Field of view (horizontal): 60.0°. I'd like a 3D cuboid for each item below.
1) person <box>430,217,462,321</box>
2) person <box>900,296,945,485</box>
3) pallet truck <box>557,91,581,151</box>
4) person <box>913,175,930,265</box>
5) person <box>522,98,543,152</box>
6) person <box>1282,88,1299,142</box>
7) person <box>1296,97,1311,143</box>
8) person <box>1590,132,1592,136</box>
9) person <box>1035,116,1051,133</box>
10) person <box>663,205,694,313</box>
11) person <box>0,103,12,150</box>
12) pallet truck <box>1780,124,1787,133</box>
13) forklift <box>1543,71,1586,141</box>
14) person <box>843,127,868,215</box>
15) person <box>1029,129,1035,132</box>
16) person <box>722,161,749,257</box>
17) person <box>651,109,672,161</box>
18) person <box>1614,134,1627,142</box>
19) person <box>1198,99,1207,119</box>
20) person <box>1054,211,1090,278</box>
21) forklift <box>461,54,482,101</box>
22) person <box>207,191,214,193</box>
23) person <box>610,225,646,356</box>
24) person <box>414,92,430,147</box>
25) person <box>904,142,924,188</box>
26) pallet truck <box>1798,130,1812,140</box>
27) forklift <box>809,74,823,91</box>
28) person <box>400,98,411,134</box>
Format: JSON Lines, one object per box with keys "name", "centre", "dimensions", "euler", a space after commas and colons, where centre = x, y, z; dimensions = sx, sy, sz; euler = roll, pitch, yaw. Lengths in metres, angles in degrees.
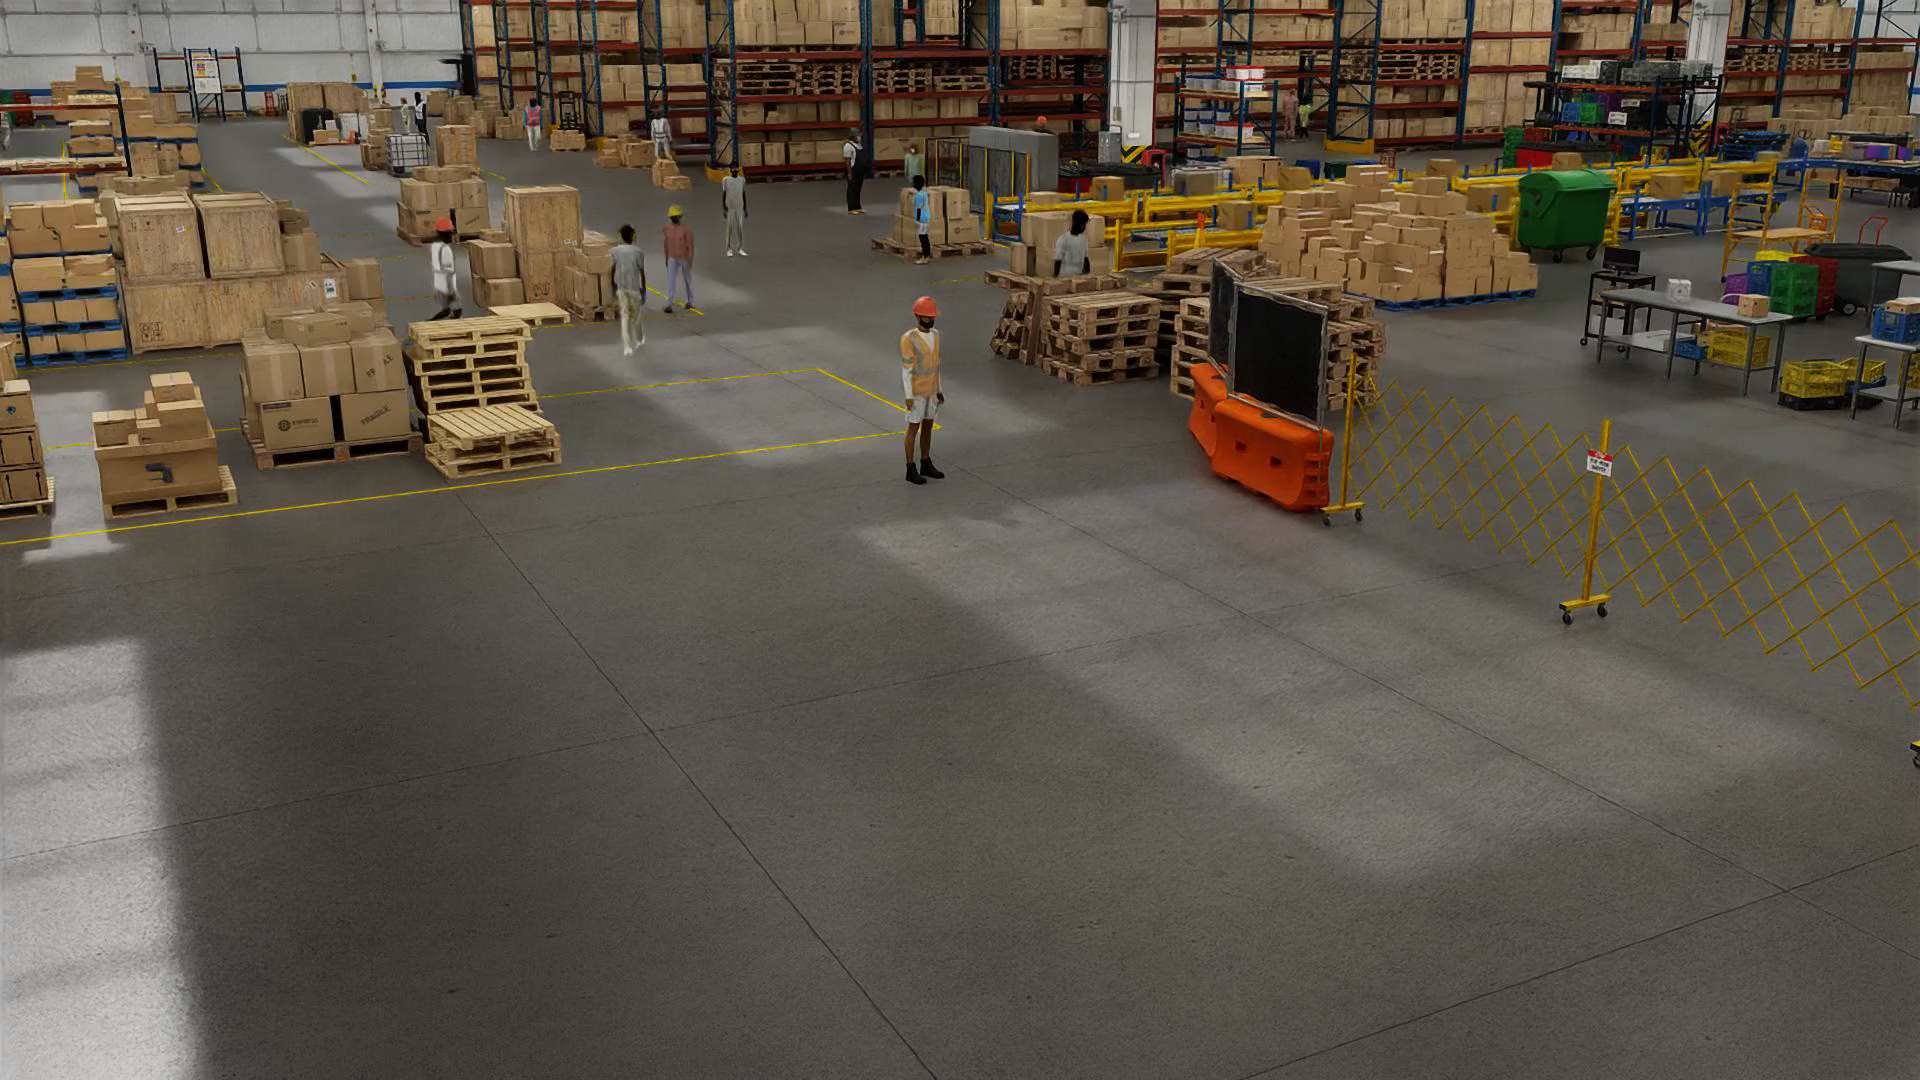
{"name": "person", "centre": [-7.391, -3.620, 23.669], "dimensions": [0.732, 1.922, 0.544], "euler": [-13, 22, -36]}
{"name": "person", "centre": [-0.366, -1.554, 17.196], "dimensions": [0.362, 1.939, 0.542], "euler": [15, 23, 39]}
{"name": "pallet truck", "centre": [-13.495, -14.412, 57.188], "dimensions": [0.823, 1.965, 1.885], "euler": [-3, 18, -9]}
{"name": "person", "centre": [-0.739, -6.139, 31.899], "dimensions": [0.323, 1.689, 0.536], "euler": [3, 18, 10]}
{"name": "person", "centre": [-14.475, -14.050, 56.359], "dimensions": [0.686, 1.811, 0.599], "euler": [-5, 18, -14]}
{"name": "person", "centre": [12.124, -15.555, 60.904], "dimensions": [0.644, 1.905, 0.400], "euler": [15, 23, 39]}
{"name": "person", "centre": [12.529, -15.268, 60.441], "dimensions": [0.901, 1.656, 0.535], "euler": [-14, 22, -37]}
{"name": "person", "centre": [20.679, -13.552, 54.824], "dimensions": [0.660, 1.809, 0.593], "euler": [-10, 20, -28]}
{"name": "person", "centre": [2.139, -10.218, 44.113], "dimensions": [0.622, 1.997, 0.371], "euler": [-6, 19, -19]}
{"name": "person", "centre": [-4.546, -4.543, 26.862], "dimensions": [0.542, 1.712, 0.903], "euler": [4, 18, 11]}
{"name": "person", "centre": [-32.811, -14.167, 57.042], "dimensions": [0.516, 1.619, 0.587], "euler": [-1, 18, -2]}
{"name": "pallet truck", "centre": [25.206, -12.542, 52.601], "dimensions": [1.601, 1.201, 0.680], "euler": [0, 18, -2]}
{"name": "forklift", "centre": [18.685, -13.231, 52.085], "dimensions": [1.873, 2.768, 1.129], "euler": [-9, 20, -26]}
{"name": "person", "centre": [-2.443, -8.767, 39.519], "dimensions": [0.536, 2.000, 0.677], "euler": [8, 20, 24]}
{"name": "person", "centre": [1.770, -9.834, 43.374], "dimensions": [0.934, 1.716, 0.526], "euler": [-3, 18, -10]}
{"name": "person", "centre": [-4.441, -6.553, 32.891], "dimensions": [0.521, 1.874, 0.327], "euler": [-8, 20, -25]}
{"name": "person", "centre": [-8.875, -11.928, 49.679], "dimensions": [0.653, 1.855, 0.420], "euler": [5, 18, 15]}
{"name": "person", "centre": [22.901, -14.537, 57.707], "dimensions": [0.649, 1.919, 0.556], "euler": [-8, 20, -24]}
{"name": "person", "centre": [9.015, -15.554, 61.361], "dimensions": [0.500, 1.620, 0.401], "euler": [-12, 21, -33]}
{"name": "person", "centre": [1.691, -3.884, 24.526], "dimensions": [0.953, 1.898, 0.625], "euler": [16, 24, 40]}
{"name": "forklift", "centre": [-20.931, -19.315, 71.051], "dimensions": [1.873, 2.768, 1.129], "euler": [-9, 20, -26]}
{"name": "person", "centre": [-12.101, -4.694, 27.030], "dimensions": [0.448, 1.907, 0.586], "euler": [-6, 19, -19]}
{"name": "person", "centre": [-4.715, -3.562, 23.669], "dimensions": [0.523, 1.818, 0.981], "euler": [-1, 18, -4]}
{"name": "person", "centre": [-18.921, -14.763, 58.433], "dimensions": [0.590, 1.909, 0.386], "euler": [14, 22, 37]}
{"name": "person", "centre": [-1.108, -8.873, 40.529], "dimensions": [0.516, 1.615, 0.360], "euler": [4, 18, 11]}
{"name": "pallet truck", "centre": [25.526, -11.556, 49.408], "dimensions": [1.630, 1.274, 0.653], "euler": [-9, 20, -26]}
{"name": "forklift", "centre": [-4.357, -12.765, 50.629], "dimensions": [1.873, 2.768, 1.129], "euler": [-9, 20, -26]}
{"name": "person", "centre": [-19.999, -15.141, 60.054], "dimensions": [0.315, 1.629, 0.509], "euler": [-8, 20, -24]}
